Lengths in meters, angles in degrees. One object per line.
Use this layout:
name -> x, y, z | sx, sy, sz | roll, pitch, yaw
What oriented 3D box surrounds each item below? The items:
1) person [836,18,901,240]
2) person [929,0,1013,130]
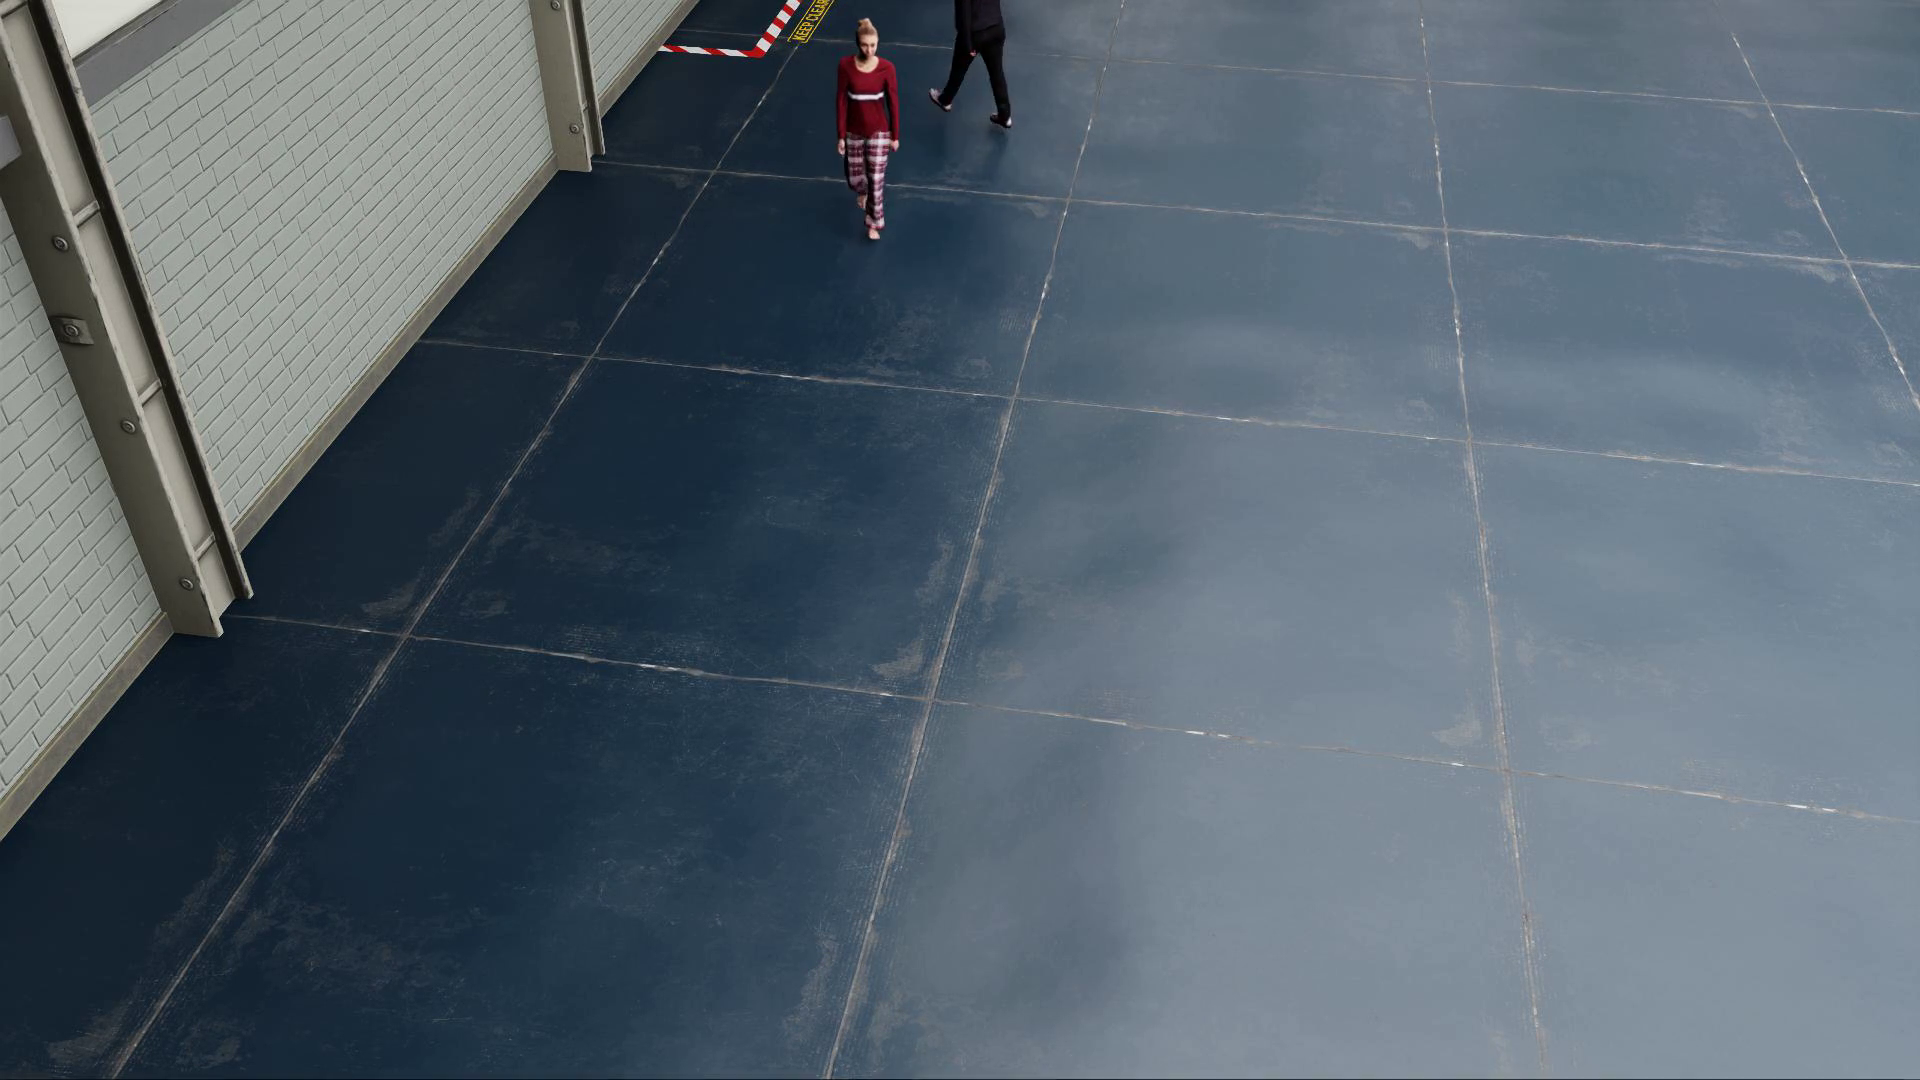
person -> -0.713, -3.132, 12.644 | 0.721, 1.689, 0.806 | -1, 38, -2
person -> 0.239, -4.273, 14.205 | 1.131, 1.561, 1.111 | -30, 47, -33
